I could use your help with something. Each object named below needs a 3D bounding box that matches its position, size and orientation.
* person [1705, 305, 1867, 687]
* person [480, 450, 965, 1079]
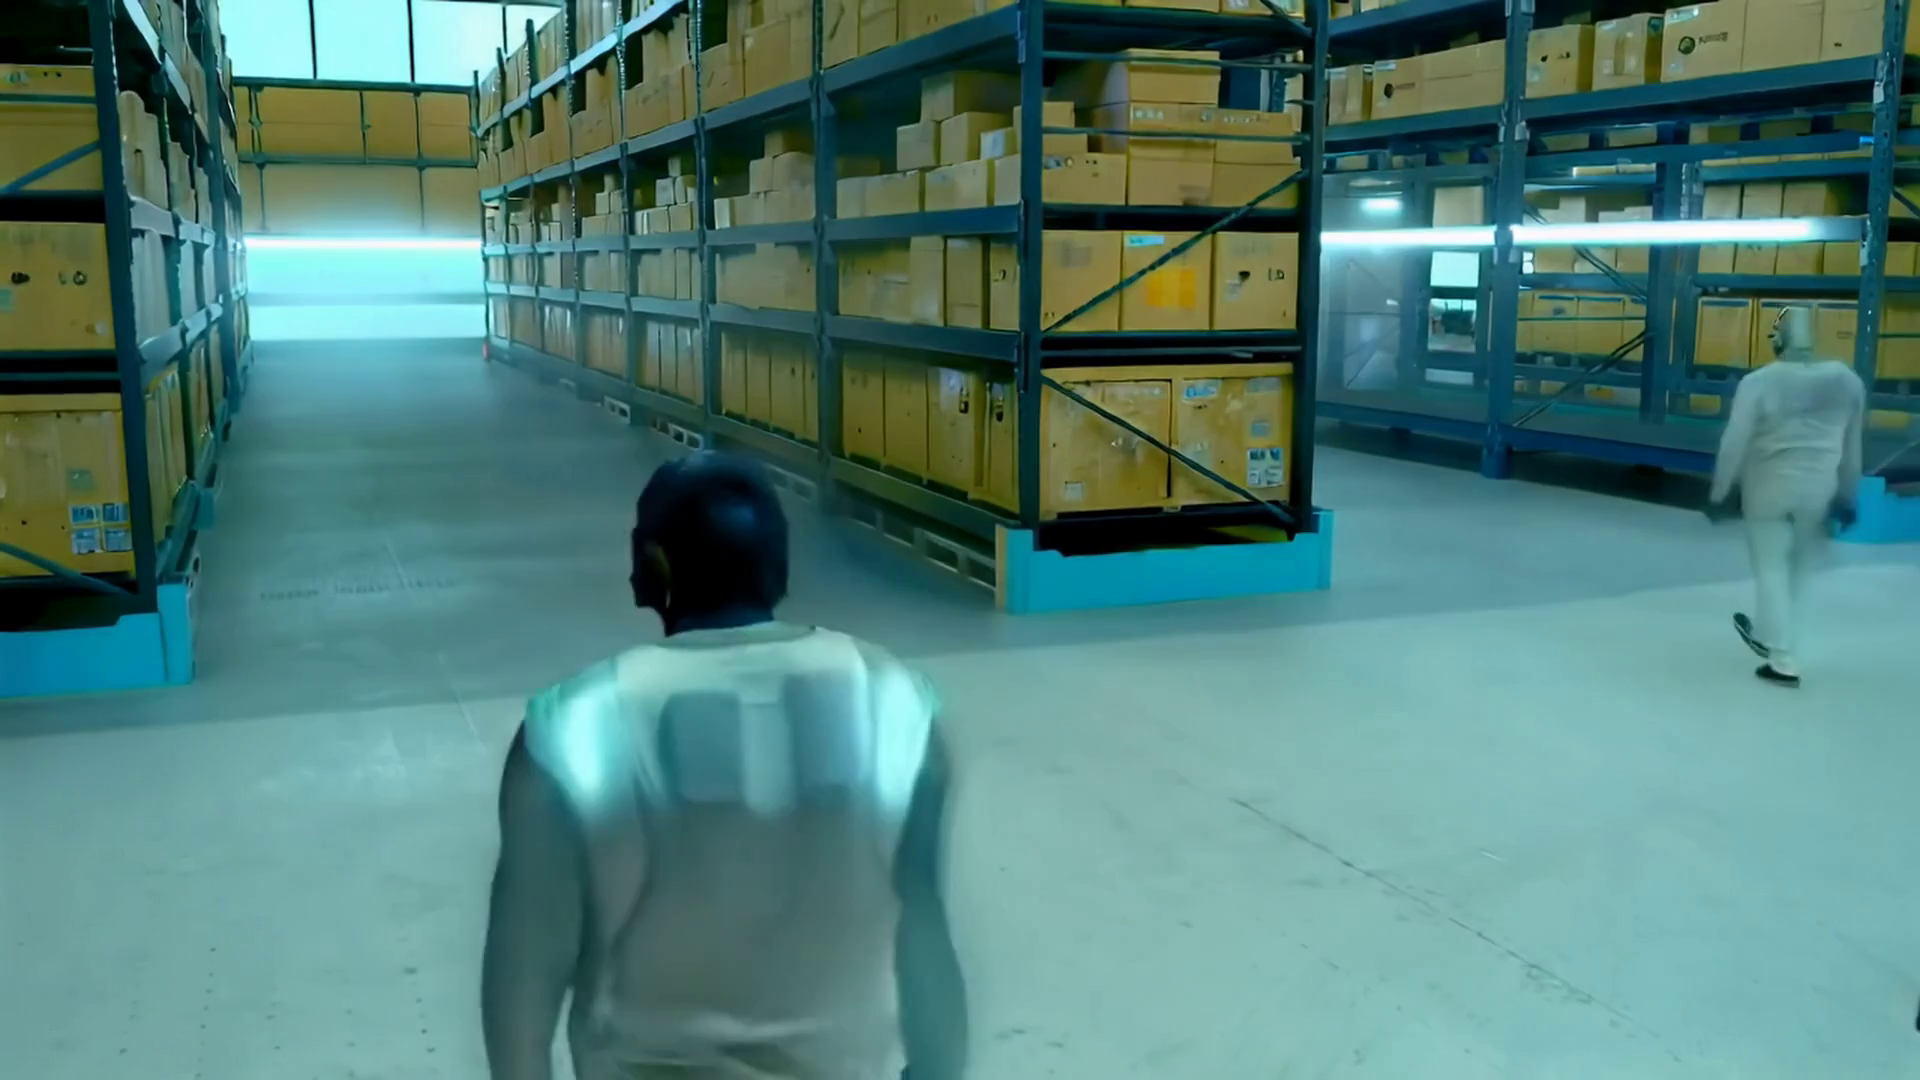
[{"bbox_3d":[4.095,-0.247,8.402,0.670,1.852,0.955,-1,10,-6],"label":"person"},{"bbox_3d":[-0.379,0.763,2.498,0.659,1.804,0.872,-5,11,-27],"label":"person"}]
